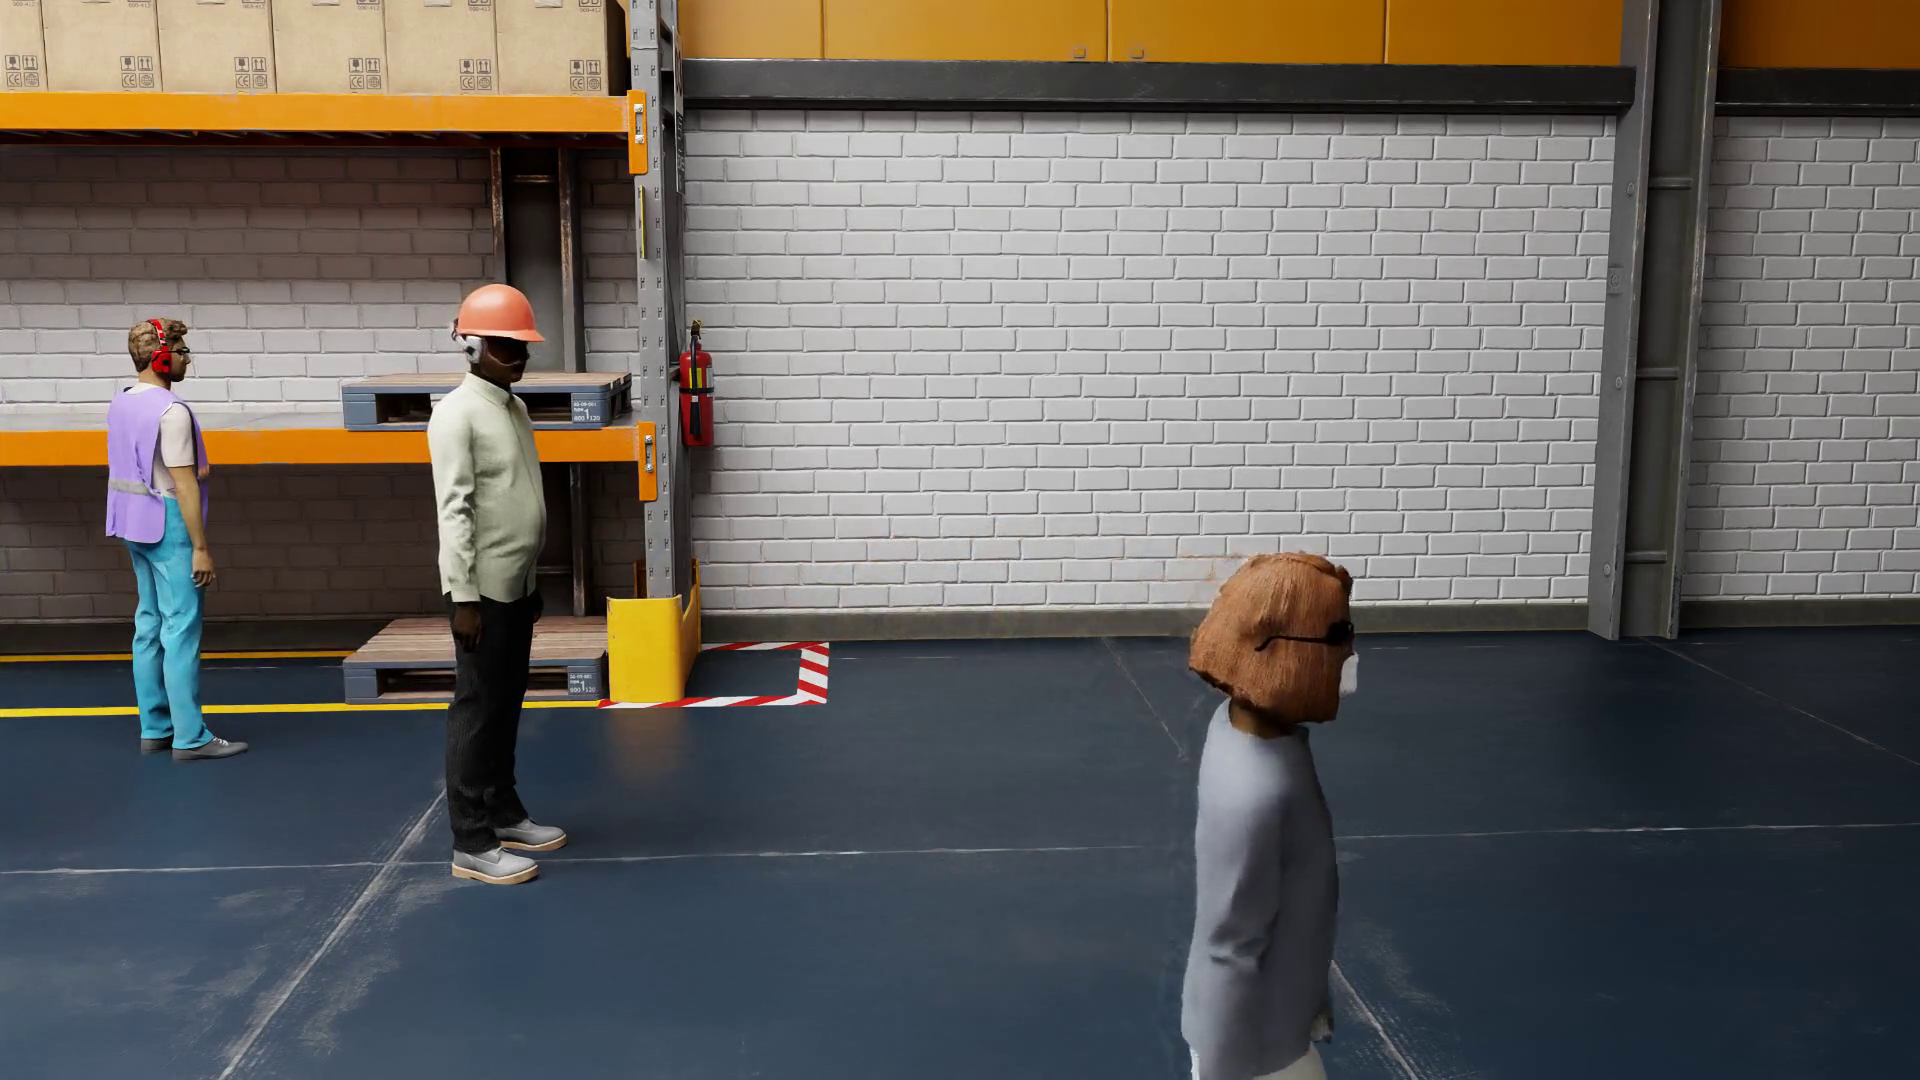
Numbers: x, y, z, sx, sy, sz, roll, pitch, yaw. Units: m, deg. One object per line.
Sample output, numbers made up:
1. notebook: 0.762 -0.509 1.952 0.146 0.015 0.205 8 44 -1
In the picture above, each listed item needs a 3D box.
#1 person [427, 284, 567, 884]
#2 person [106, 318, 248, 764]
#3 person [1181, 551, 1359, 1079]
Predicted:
1. person: -1.556 0.141 5.620 0.396 1.990 0.622 1 9 6
2. person: -3.308 0.008 6.914 0.566 1.847 0.390 7 11 37
3. person: 0.427 0.797 2.724 0.783 1.606 0.501 1 9 9
